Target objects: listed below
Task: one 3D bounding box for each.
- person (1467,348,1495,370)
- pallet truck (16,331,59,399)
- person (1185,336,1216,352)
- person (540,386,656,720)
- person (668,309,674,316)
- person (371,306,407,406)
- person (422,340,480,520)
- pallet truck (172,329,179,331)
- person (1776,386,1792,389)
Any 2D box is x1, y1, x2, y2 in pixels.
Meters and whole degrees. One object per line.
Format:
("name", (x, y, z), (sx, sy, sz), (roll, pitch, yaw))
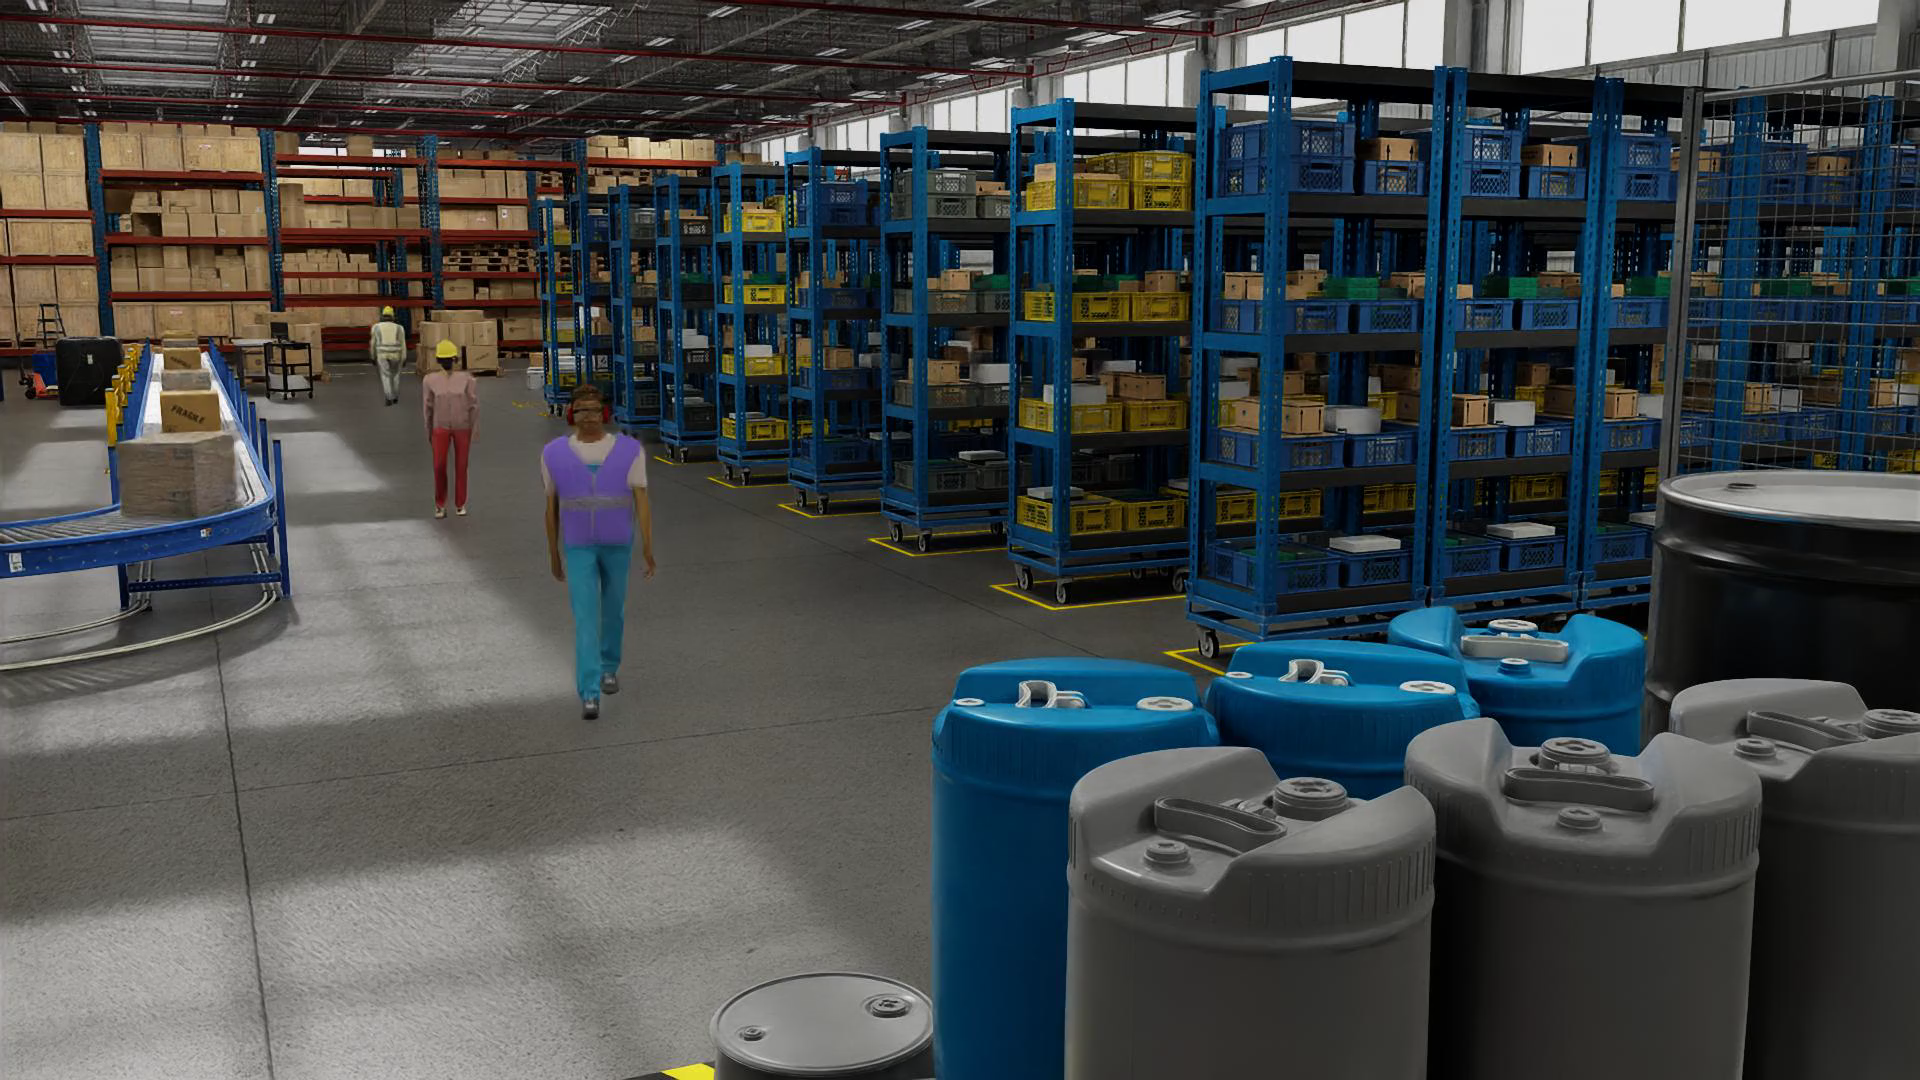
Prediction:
("person", (5.689, -1.523, 18.267), (0.373, 1.997, 0.618), (7, 12, 38))
("pallet truck", (-17.082, -3.353, 31.781), (1.630, 1.274, 0.653), (-4, 10, -25))
("person", (3.358, -2.409, 23.620), (0.615, 2.041, 0.376), (-5, 10, -28))
("person", (-1.995, 0.041, 9.192), (0.590, 1.792, 0.971), (-2, 9, -14))
("person", (-8.208, -6.122, 47.141), (0.645, 1.902, 0.873), (8, 12, 41))
("person", (-10.354, -3.341, 30.171), (0.596, 1.802, 0.835), (-4, 10, -24))
("person", (-4.958, -1.067, 16.241), (0.530, 1.741, 0.746), (-3, 10, -16))
("pallet truck", (-17.275, -3.851, 35.096), (1.601, 1.201, 0.680), (0, 9, 1))
("person", (12.476, -2.475, 25.059), (0.594, 1.707, 0.858), (-3, 10, -20))
